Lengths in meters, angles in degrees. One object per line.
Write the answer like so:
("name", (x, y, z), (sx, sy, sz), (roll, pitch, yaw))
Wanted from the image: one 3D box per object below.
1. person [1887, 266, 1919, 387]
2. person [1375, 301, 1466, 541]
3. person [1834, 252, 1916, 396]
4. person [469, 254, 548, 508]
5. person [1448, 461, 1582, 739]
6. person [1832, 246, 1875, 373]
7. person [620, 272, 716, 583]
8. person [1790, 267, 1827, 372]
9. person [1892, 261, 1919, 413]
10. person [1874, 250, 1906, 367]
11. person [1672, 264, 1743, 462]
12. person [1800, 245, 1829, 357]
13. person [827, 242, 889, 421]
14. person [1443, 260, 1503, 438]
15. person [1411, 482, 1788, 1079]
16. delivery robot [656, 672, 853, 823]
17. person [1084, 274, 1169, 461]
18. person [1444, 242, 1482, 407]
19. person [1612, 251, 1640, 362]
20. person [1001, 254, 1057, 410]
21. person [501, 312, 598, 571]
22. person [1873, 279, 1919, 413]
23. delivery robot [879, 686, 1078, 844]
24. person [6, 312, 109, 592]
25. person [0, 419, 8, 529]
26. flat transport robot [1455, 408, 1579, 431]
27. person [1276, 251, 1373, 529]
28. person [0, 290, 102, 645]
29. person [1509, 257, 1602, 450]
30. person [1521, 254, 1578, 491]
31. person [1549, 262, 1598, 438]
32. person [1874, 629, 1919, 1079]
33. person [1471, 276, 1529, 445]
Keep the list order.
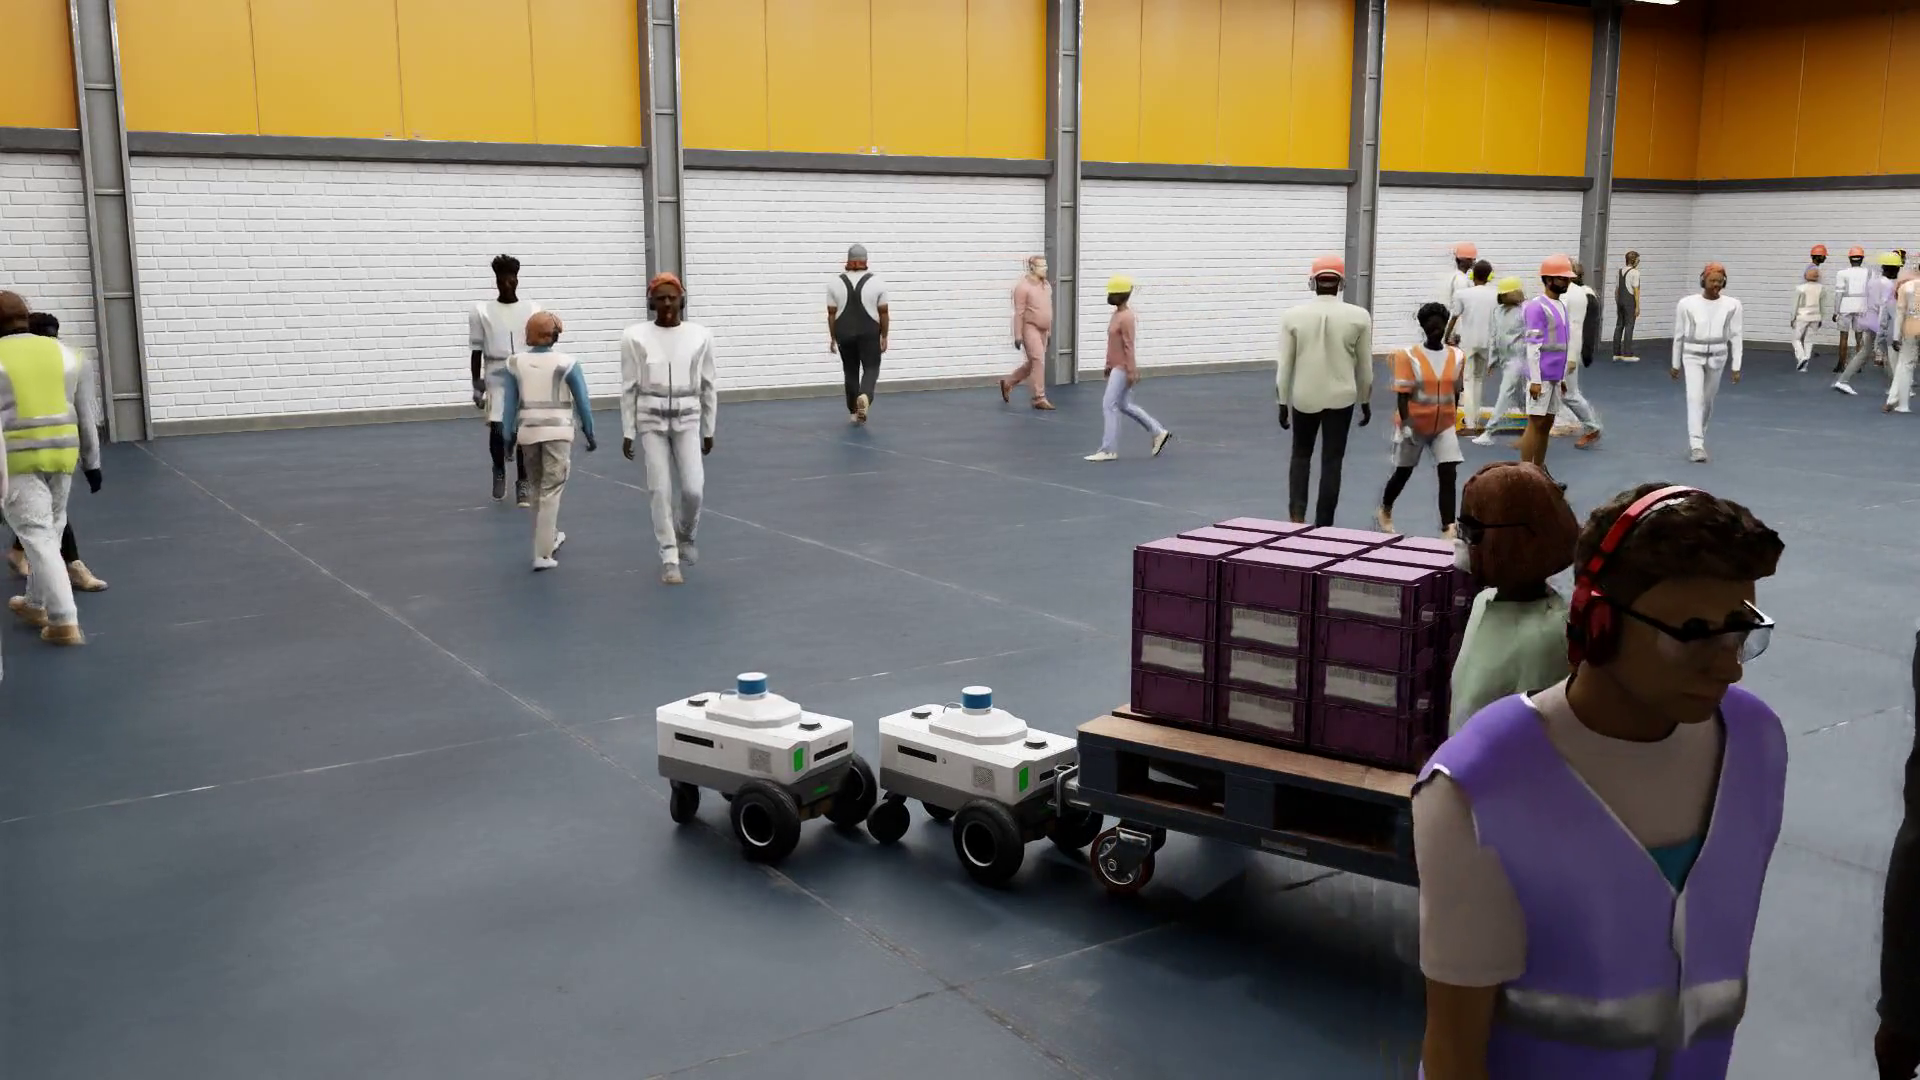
("person", (13.313, -3.074, 23.150), (0.672, 1.883, 0.428), (-2, 10, -8))
("person", (3.120, -0.785, 11.235), (0.522, 1.664, 0.838), (-2, 10, -9))
("person", (12.044, -2.827, 21.828), (0.963, 1.884, 0.610), (2, 10, 10))
("person", (-3.442, -1.214, 12.791), (0.606, 1.950, 0.410), (-4, 11, -21))
("person", (1.140, 0.643, 3.494), (0.280, 1.624, 0.493), (0, 10, 1))
("person", (13.674, -3.524, 25.502), (0.548, 1.925, 0.386), (2, 11, 11))
("person", (-1.762, -0.679, 10.064), (0.581, 1.868, 0.476), (-2, 11, -13))
("person", (12.997, -3.362, 25.472), (0.524, 1.622, 0.418), (0, 10, 3))
("person", (11.262, -2.413, 19.467), (0.625, 1.901, 0.608), (3, 11, 15))
("person", (14.942, -3.704, 26.643), (0.328, 1.874, 0.517), (0, 10, -2))
("person", (7.035, -1.683, 15.696), (0.583, 1.833, 1.018), (2, 11, 12))
("person", (14.848, -4.156, 28.941), (0.379, 1.937, 0.548), (3, 11, 18))
("person", (-1.138, -2.305, 18.511), (0.694, 2.000, 0.773), (1, 10, 8))
("person", (5.360, -2.004, 17.453), (0.627, 1.829, 0.774), (0, 10, -1))
("person", (0.835, 0.815, 2.108), (0.576, 1.782, 1.002), (-3, 11, -18))
("delivery robot", (-0.724, 0.707, 5.814), (0.707, 0.478, 0.477), (7, 13, 34))
("person", (1.571, -1.604, 15.491), (0.769, 1.738, 0.530), (-1, 10, -4))
("person", (6.002, -2.630, 20.361), (0.777, 2.019, 0.621), (1, 10, 4))
("person", (11.169, -3.902, 27.818), (0.344, 1.839, 0.504), (-4, 11, -21))
("person", (0.829, -2.530, 20.216), (0.842, 1.878, 0.657), (7, 13, 35))
("person", (-2.586, -0.641, 10.584), (0.528, 1.601, 0.807), (2, 11, 11))
("person", (11.191, -2.311, 19.788), (0.870, 1.587, 0.519), (-8, 13, -38))
("delivery robot", (0.056, 0.739, 5.637), (0.707, 0.478, 0.477), (9, 14, 41))
("person", (-5.466, -0.535, 9.883), (0.922, 1.648, 0.532), (4, 11, 22))
("person", (-4.547, -0.167, 7.302), (0.671, 1.852, 0.997), (-9, 14, -41))
("flat transport robot", (5.821, -1.299, 17.845), (1.431, 0.197, 0.652), (1, 10, 6))
("person", (2.472, -0.950, 11.252), (0.631, 1.972, 0.618), (3, 11, 17))
("person", (-4.866, -0.378, 8.581), (0.895, 1.800, 0.654), (6, 12, 31))
("person", (5.877, -1.814, 16.201), (0.875, 1.910, 0.639), (-2, 11, -11))
("person", (4.791, -1.344, 13.525), (0.357, 1.938, 0.542), (10, 14, 42))
("person", (6.254, -1.976, 17.306), (0.633, 1.818, 0.629), (-1, 10, -4))
("person", (1.740, 0.675, 2.606), (0.603, 1.889, 0.890), (0, 10, 2))
("person", (5.568, -1.804, 16.716), (0.928, 1.692, 0.492), (-4, 11, -21))
